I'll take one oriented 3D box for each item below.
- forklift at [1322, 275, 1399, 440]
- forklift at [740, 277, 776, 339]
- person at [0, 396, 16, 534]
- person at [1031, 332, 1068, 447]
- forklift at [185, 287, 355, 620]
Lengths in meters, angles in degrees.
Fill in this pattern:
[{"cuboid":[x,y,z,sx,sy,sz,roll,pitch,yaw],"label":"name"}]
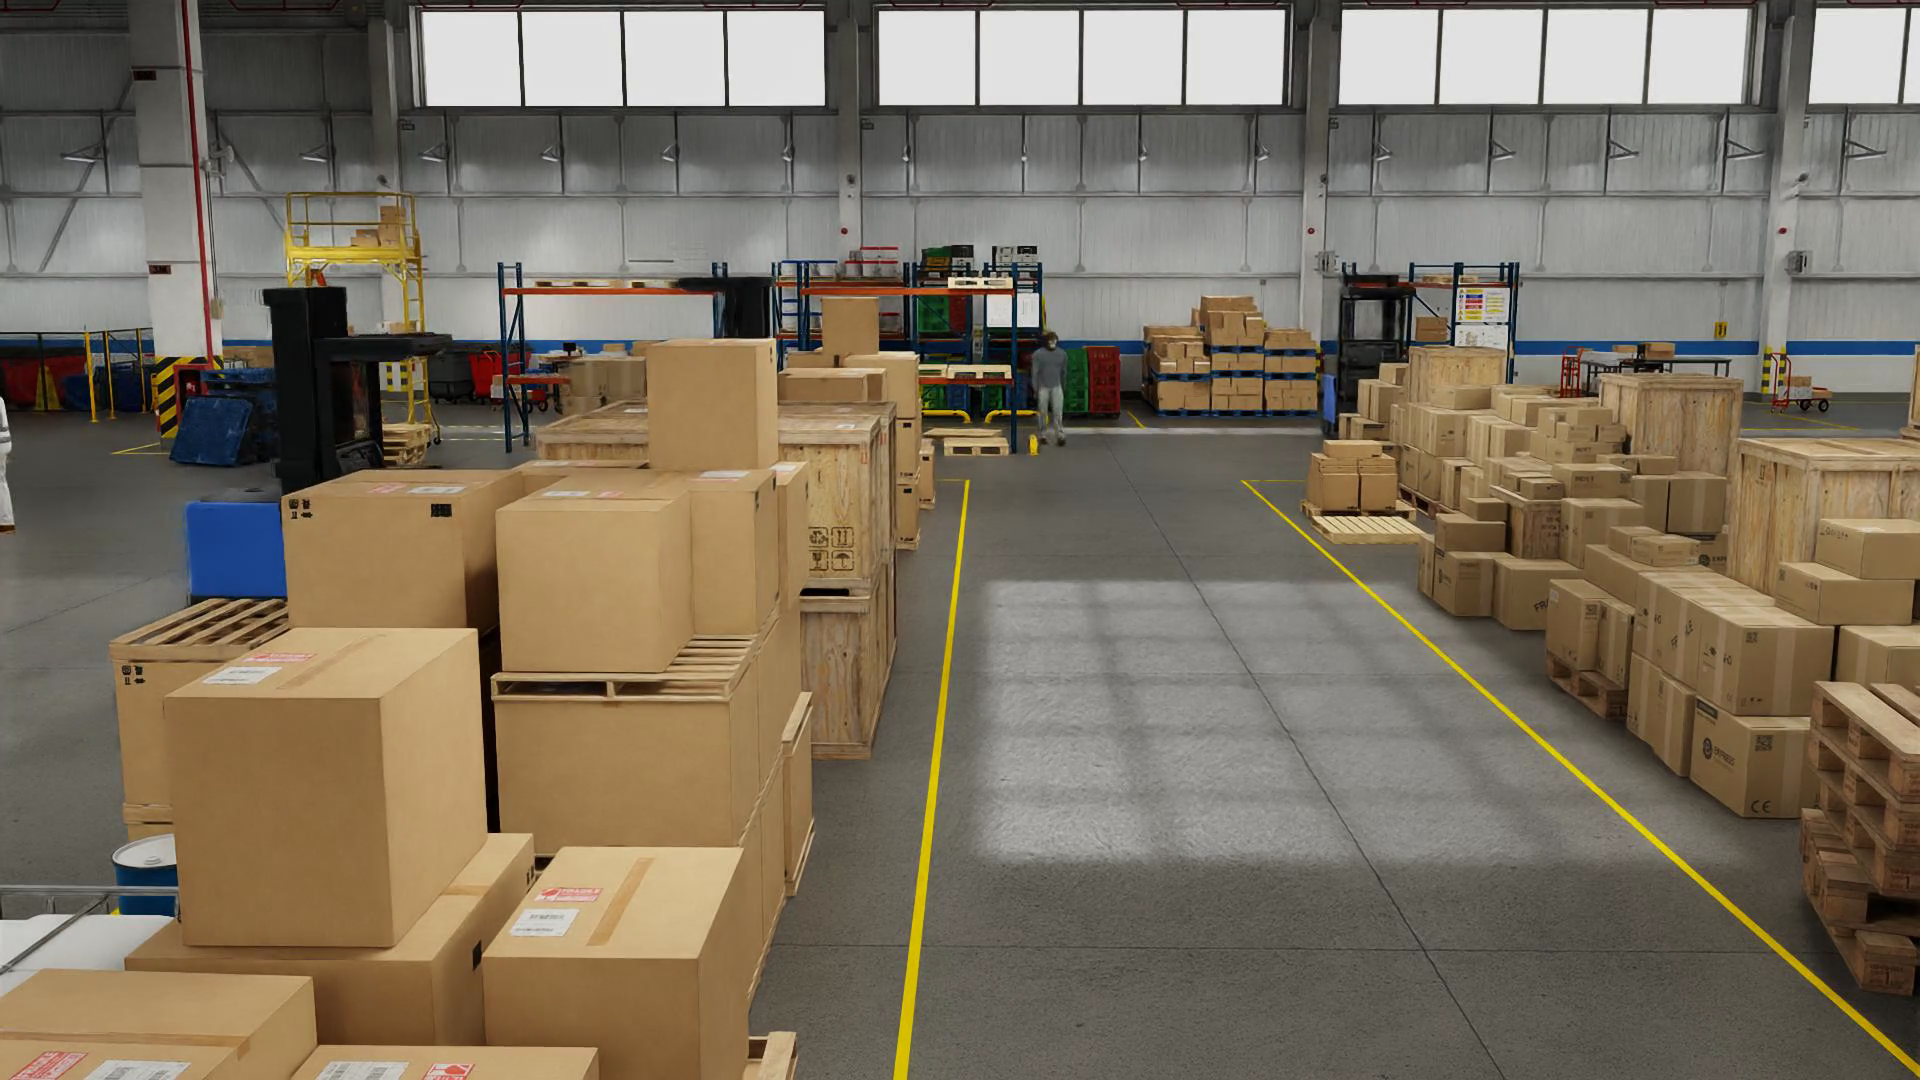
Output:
[{"cuboid":[6.858,-3.081,28.092,1.129,2.768,1.873,0,9,1],"label":"forklift"},{"cuboid":[-2.909,-2.403,24.032,1.873,2.768,1.129,0,9,1],"label":"forklift"},{"cuboid":[-10.816,-0.996,18.605,0.353,1.879,0.584,-4,10,-24],"label":"person"},{"cuboid":[1.495,-2.470,27.382,0.641,1.890,1.004,-1,10,-9],"label":"person"},{"cuboid":[-5.388,-0.713,13.907,1.873,2.768,1.129,0,9,1],"label":"forklift"}]
